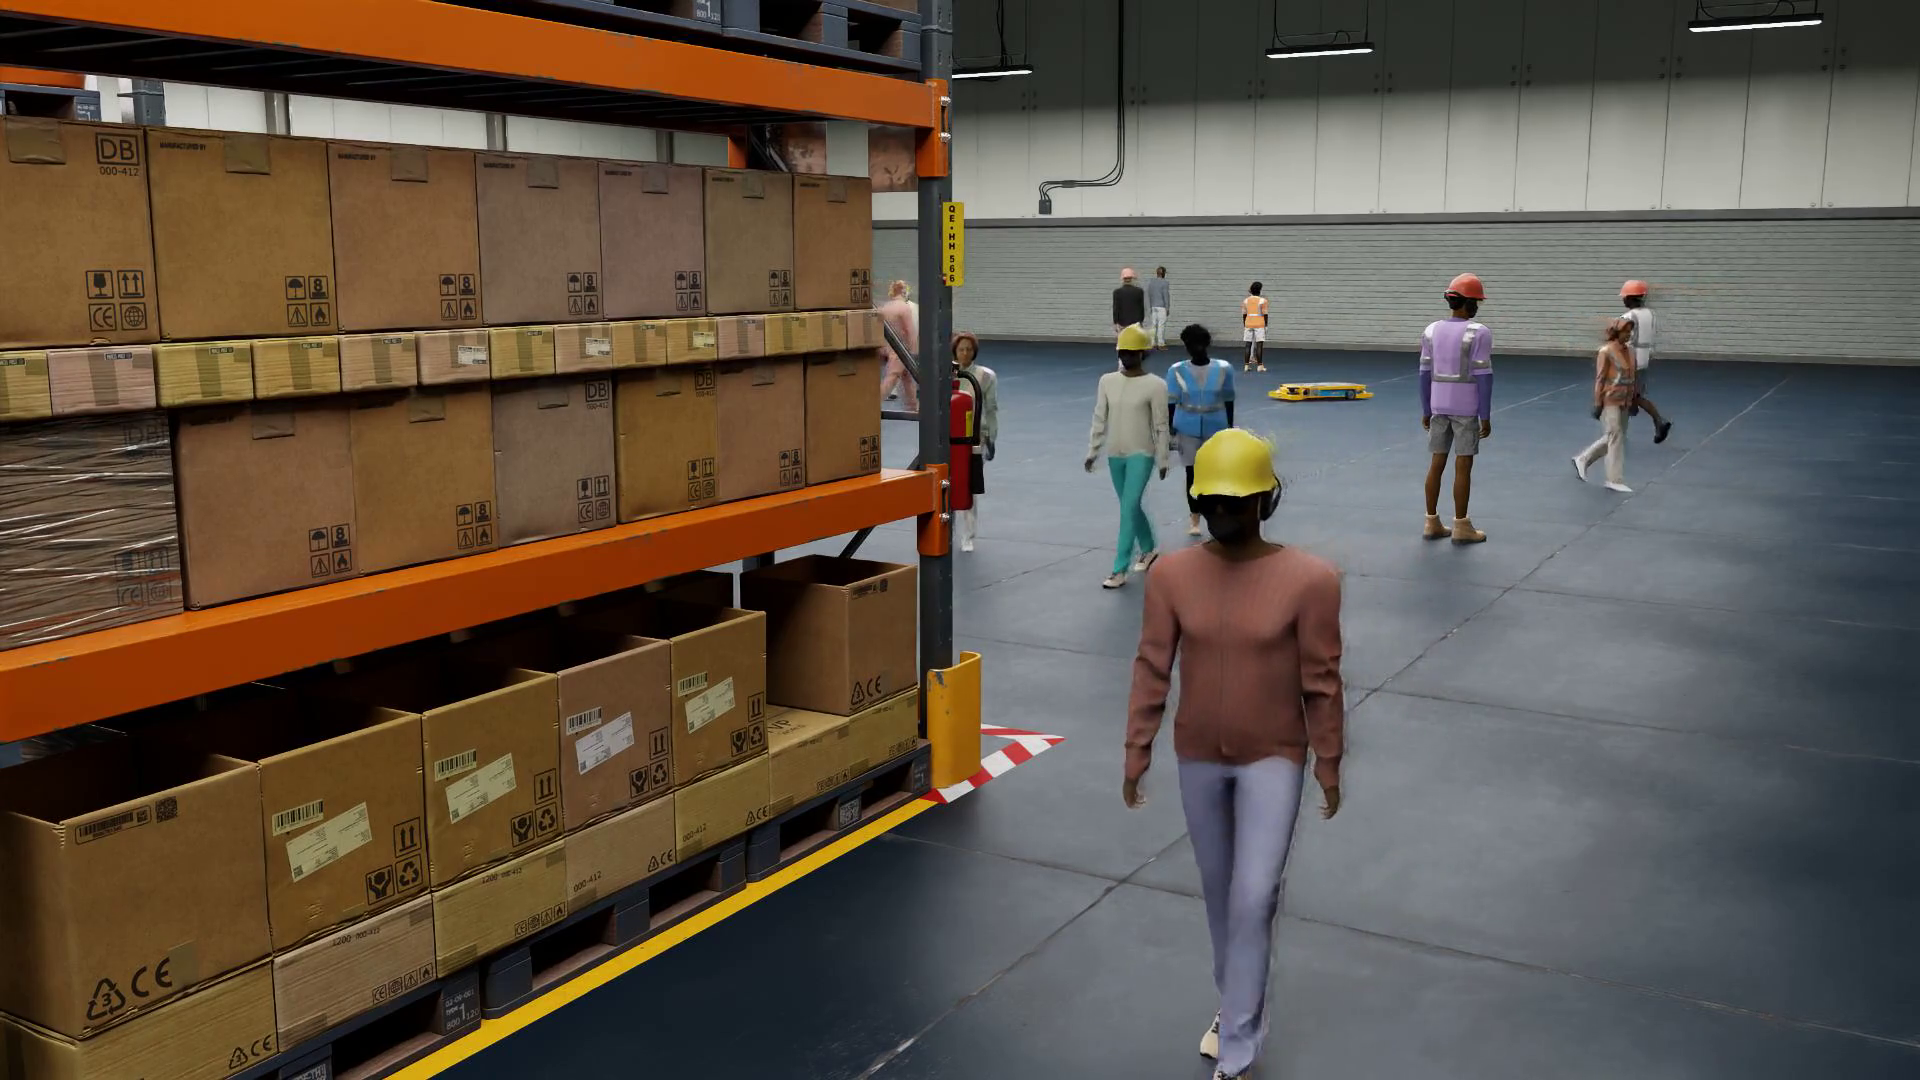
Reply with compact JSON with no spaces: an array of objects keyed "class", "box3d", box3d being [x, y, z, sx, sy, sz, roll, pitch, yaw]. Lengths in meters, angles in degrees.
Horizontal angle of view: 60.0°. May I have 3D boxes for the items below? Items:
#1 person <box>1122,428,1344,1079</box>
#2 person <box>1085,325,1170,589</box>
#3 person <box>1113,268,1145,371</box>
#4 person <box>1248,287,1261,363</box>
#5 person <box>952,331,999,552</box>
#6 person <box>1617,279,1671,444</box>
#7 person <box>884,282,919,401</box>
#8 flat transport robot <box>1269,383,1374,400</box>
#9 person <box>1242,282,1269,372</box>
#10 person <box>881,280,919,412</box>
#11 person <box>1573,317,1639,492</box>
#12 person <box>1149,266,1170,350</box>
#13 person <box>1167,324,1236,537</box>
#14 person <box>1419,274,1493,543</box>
[{"class":"person","box3d":[0.672,0.589,4.279,0.546,1.734,0.795,5,11,29]},{"class":"person","box3d":[1.170,-0.587,11.207,0.525,1.723,0.903,8,12,38]},{"class":"person","box3d":[3.161,-4.108,31.134,0.617,1.964,0.892,0,10,0]},{"class":"person","box3d":[5.997,-4.424,33.929,0.282,1.633,0.498,0,10,-3]},{"class":"person","box3d":[0.018,-0.707,12.151,0.527,1.622,0.478,0,10,1]},{"class":"person","box3d":[7.746,-2.010,18.981,0.553,1.915,0.716,-6,11,-31]},{"class":"person","box3d":[-0.821,-2.998,25.106,0.603,1.799,0.714,8,13,41]},{"class":"flat transport robot","box3d":[5.500,-2.271,25.312,1.431,0.197,0.652,-3,10,-19]},{"class":"person","box3d":[5.569,-4.014,31.350,0.535,1.697,0.318,7,12,35]},{"class":"person","box3d":[-0.852,-2.550,22.312,0.978,1.863,0.641,-5,11,-25]},{"class":"person","box3d":[6.077,-1.281,15.602,0.520,1.622,0.687,-7,12,-37]},{"class":"person","box3d":[4.652,-5.392,38.706,0.358,1.938,0.636,-7,12,-34]},{"class":"person","box3d":[1.844,-0.837,12.816,0.548,1.658,0.508,2,10,9]},{"class":"person","box3d":[3.801,-0.999,12.684,0.388,2.041,0.615,-7,12,-36]}]
